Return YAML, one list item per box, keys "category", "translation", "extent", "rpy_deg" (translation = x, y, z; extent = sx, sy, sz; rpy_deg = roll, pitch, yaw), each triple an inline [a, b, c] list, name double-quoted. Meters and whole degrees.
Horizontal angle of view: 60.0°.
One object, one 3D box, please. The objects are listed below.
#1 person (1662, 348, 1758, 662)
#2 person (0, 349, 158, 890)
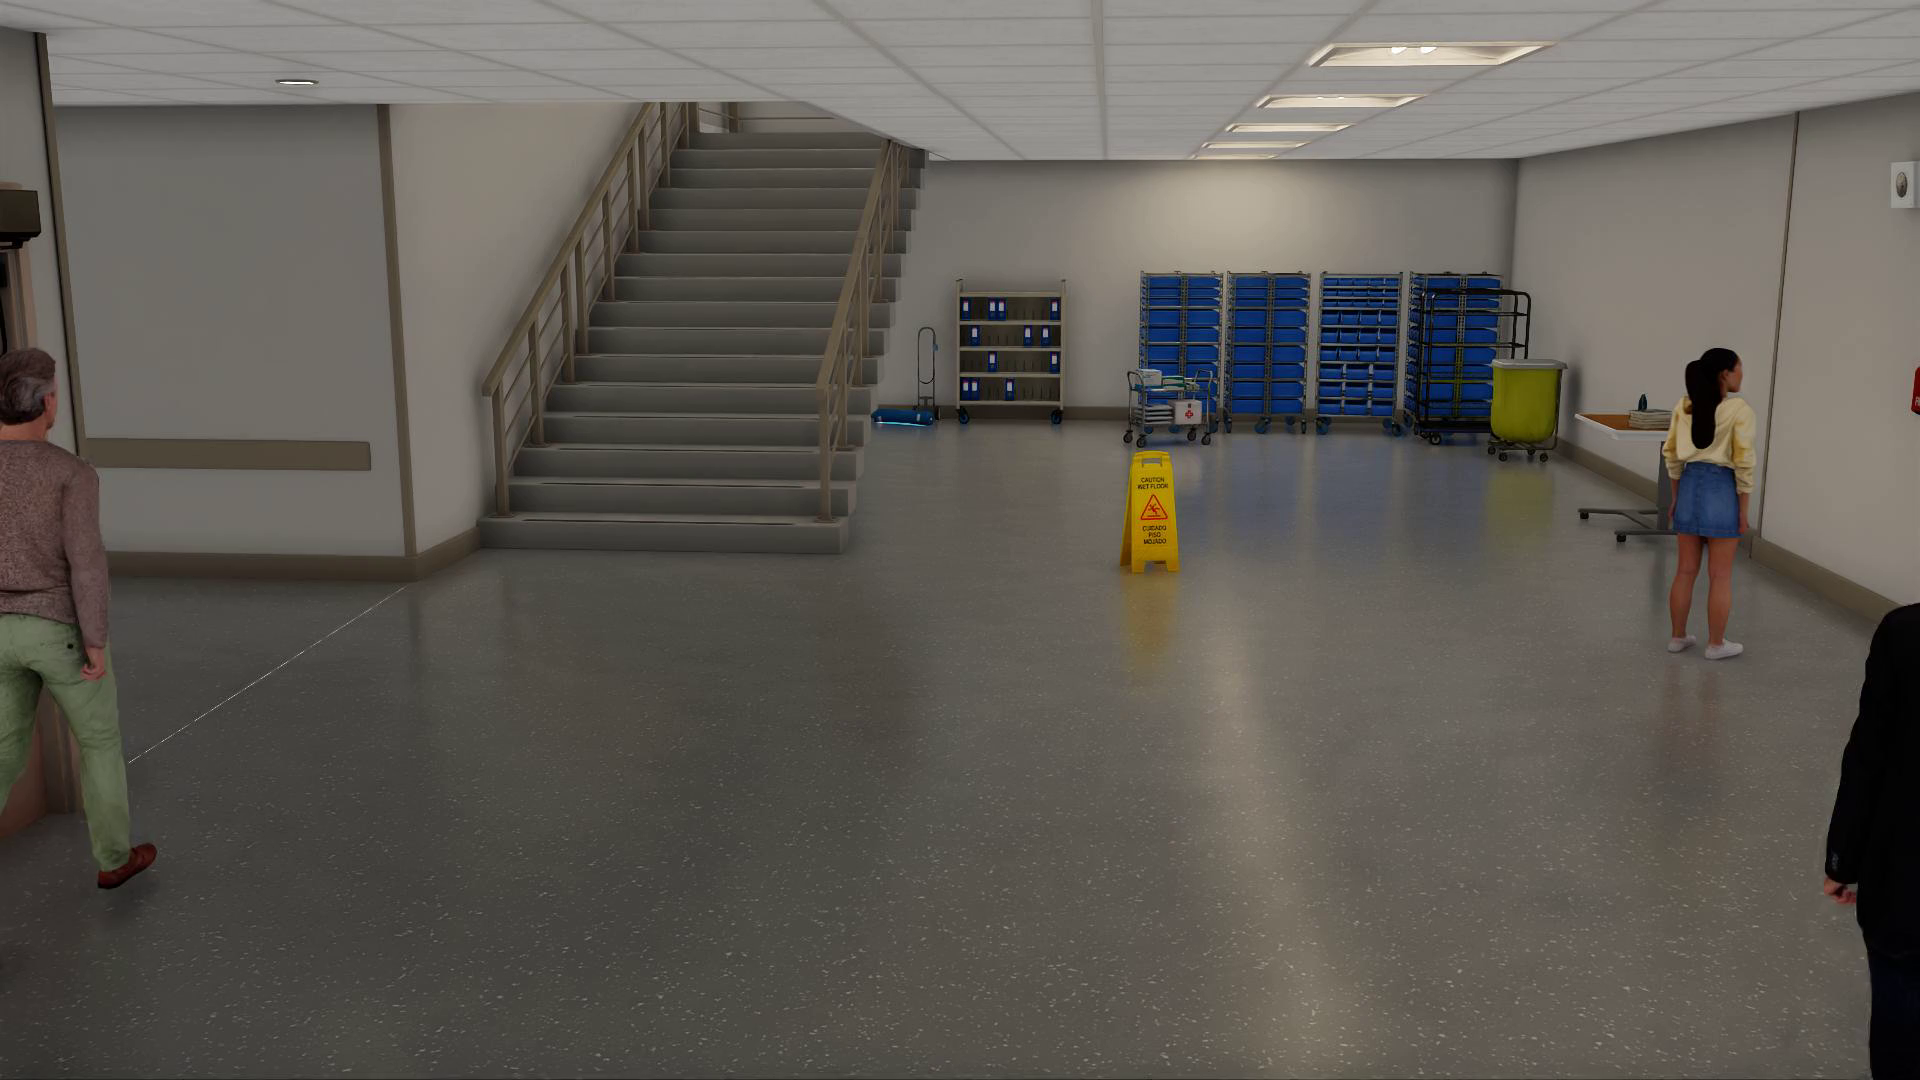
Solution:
- category: "person"
  translation: [3.950, -0.198, 8.783]
  extent: [0.772, 1.630, 0.697]
  rpy_deg: [-8, 13, -35]
- category: "person"
  translation: [-2.991, 0.357, 5.277]
  extent: [0.752, 1.847, 1.213]
  rpy_deg: [0, 11, -2]
